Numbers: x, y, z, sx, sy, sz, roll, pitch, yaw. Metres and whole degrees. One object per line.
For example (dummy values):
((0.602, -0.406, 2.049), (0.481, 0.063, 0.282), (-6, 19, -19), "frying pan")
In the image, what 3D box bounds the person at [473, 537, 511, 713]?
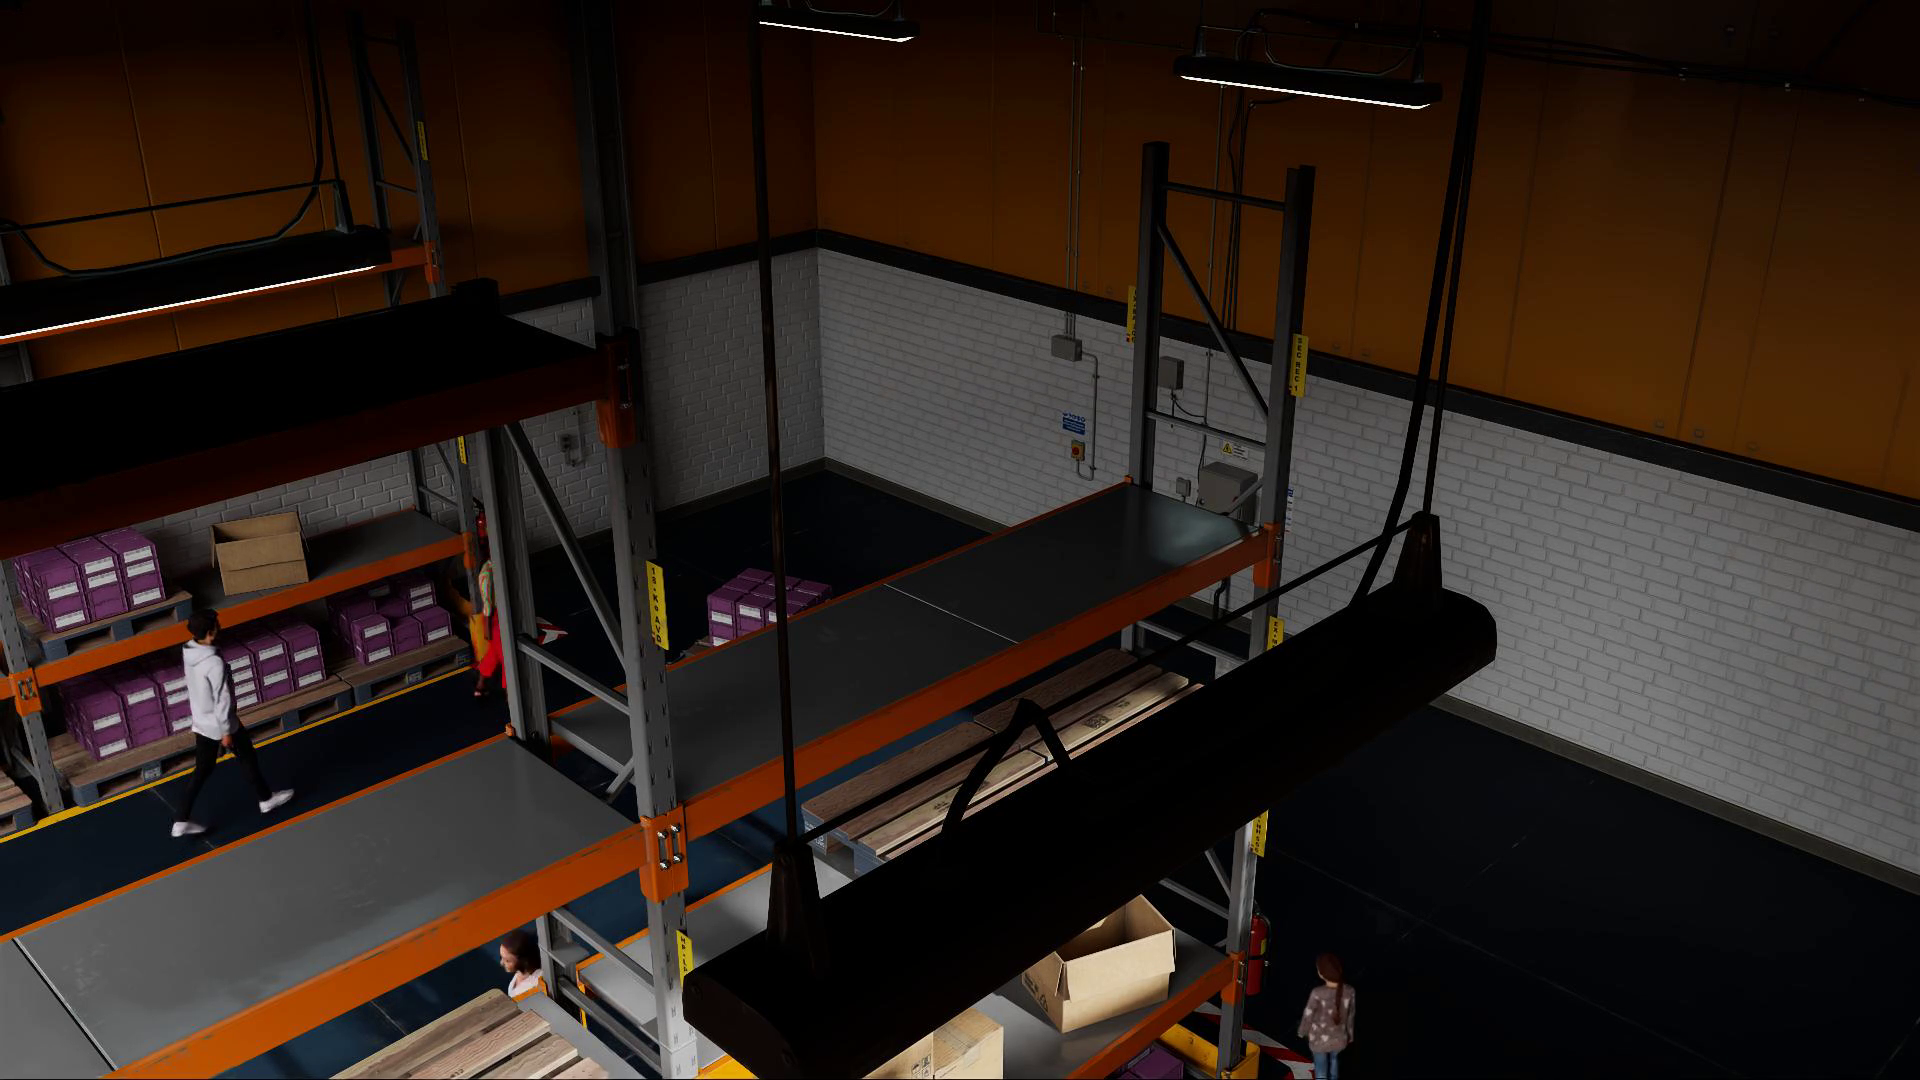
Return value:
((-4.199, 0.773, 14.976), (0.914, 1.764, 0.855), (-2, 24, -5), "person")

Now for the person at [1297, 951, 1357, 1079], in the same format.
((2.310, 3.113, 10.350), (0.517, 1.180, 0.606), (-5, 24, -12), "person")

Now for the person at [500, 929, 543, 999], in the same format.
((-2.426, 2.996, 10.004), (0.683, 1.673, 0.717), (-13, 27, -26), "person")

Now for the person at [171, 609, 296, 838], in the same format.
((-5.992, 1.495, 13.176), (0.823, 1.882, 1.282), (16, 28, 32), "person")
